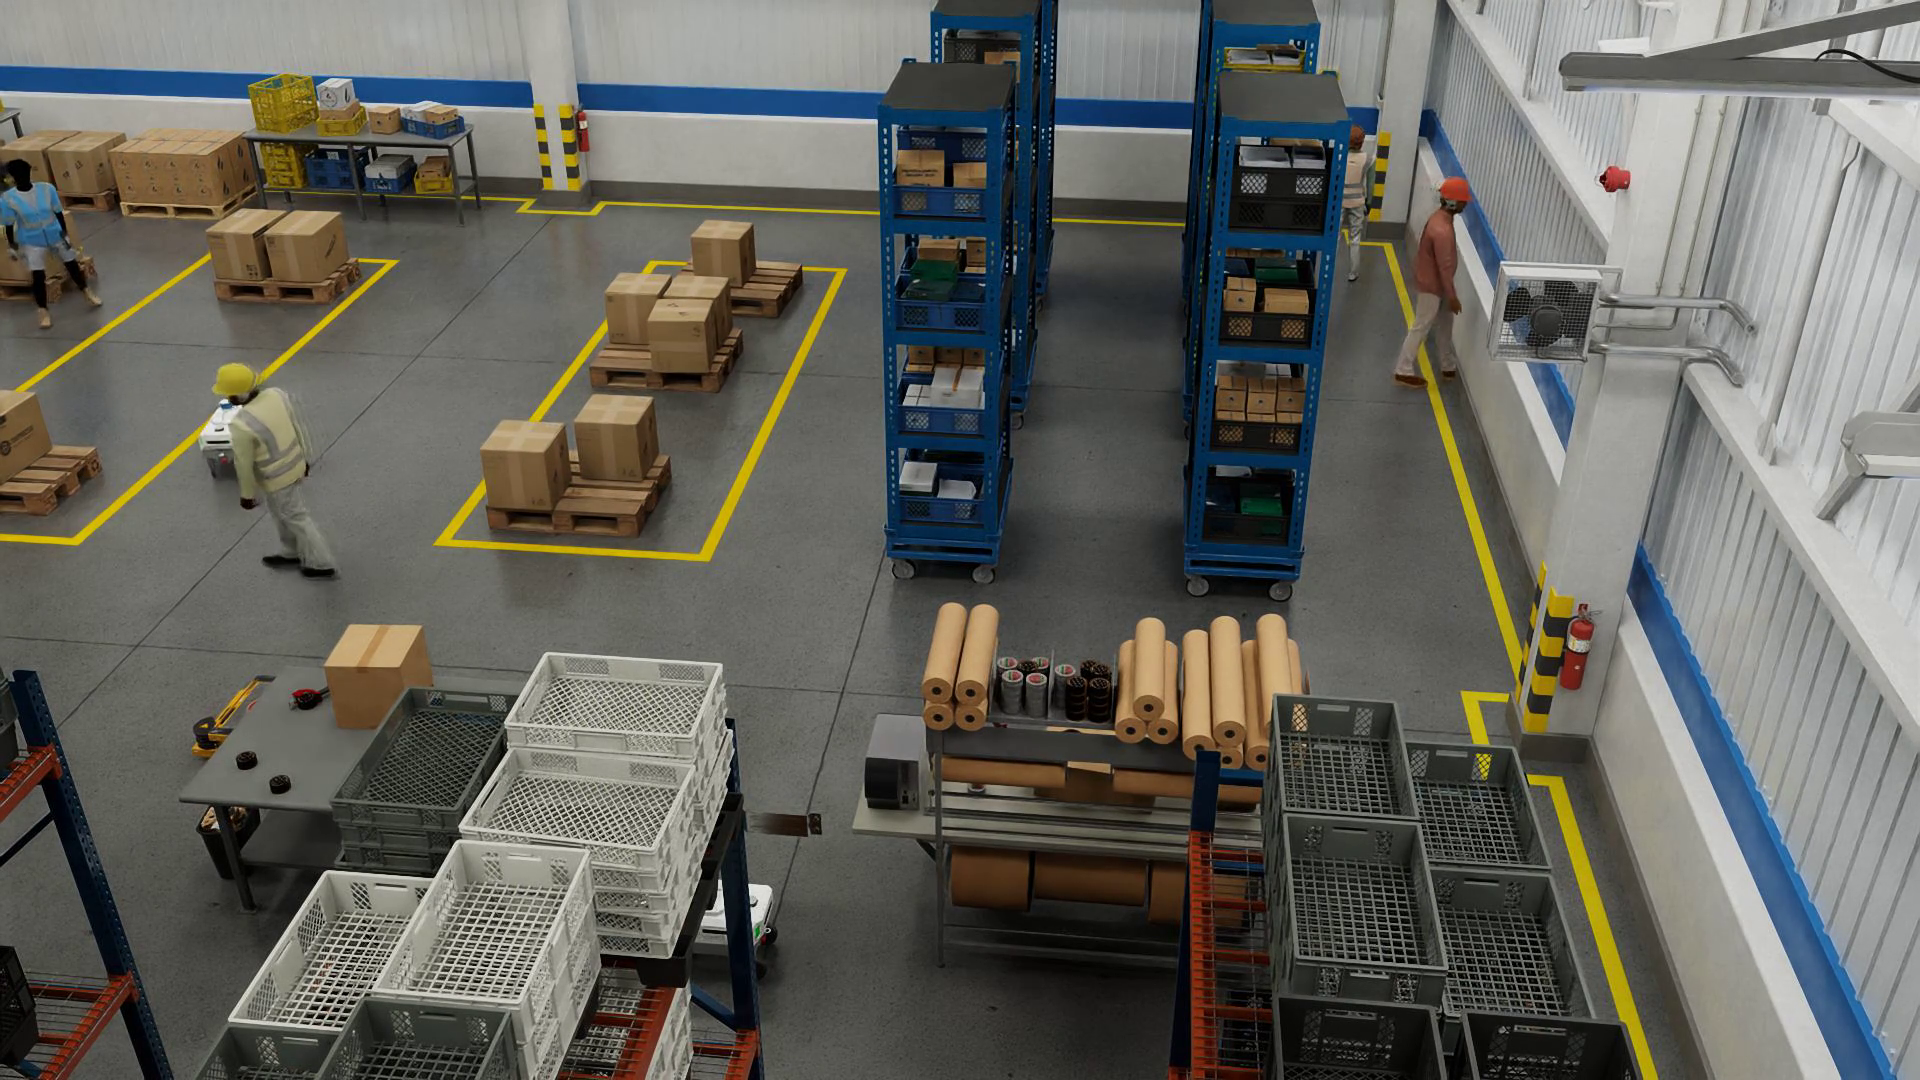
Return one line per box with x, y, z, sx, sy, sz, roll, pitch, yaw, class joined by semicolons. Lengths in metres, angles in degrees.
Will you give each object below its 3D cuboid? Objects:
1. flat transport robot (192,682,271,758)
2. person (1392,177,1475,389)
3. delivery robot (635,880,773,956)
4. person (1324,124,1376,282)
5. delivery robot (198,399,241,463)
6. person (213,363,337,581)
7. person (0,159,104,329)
-4.089;1.163;10.648;1.431;0.197;0.652;3;30;6;flat transport robot
4.354;-2.263;14.860;0.715;1.972;0.635;9;31;15;person
-1.361;1.987;8.863;0.707;0.478;0.477;3;30;6;delivery robot
4.023;-3.490;17.289;0.523;1.638;0.310;3;30;5;person
-6.077;-0.940;13.881;0.477;0.478;0.707;-2;29;-3;delivery robot
-4.975;-0.480;11.971;0.705;1.788;0.620;3;30;5;person
-8.985;-2.968;16.361;0.730;1.672;0.478;-23;37;-34;person
